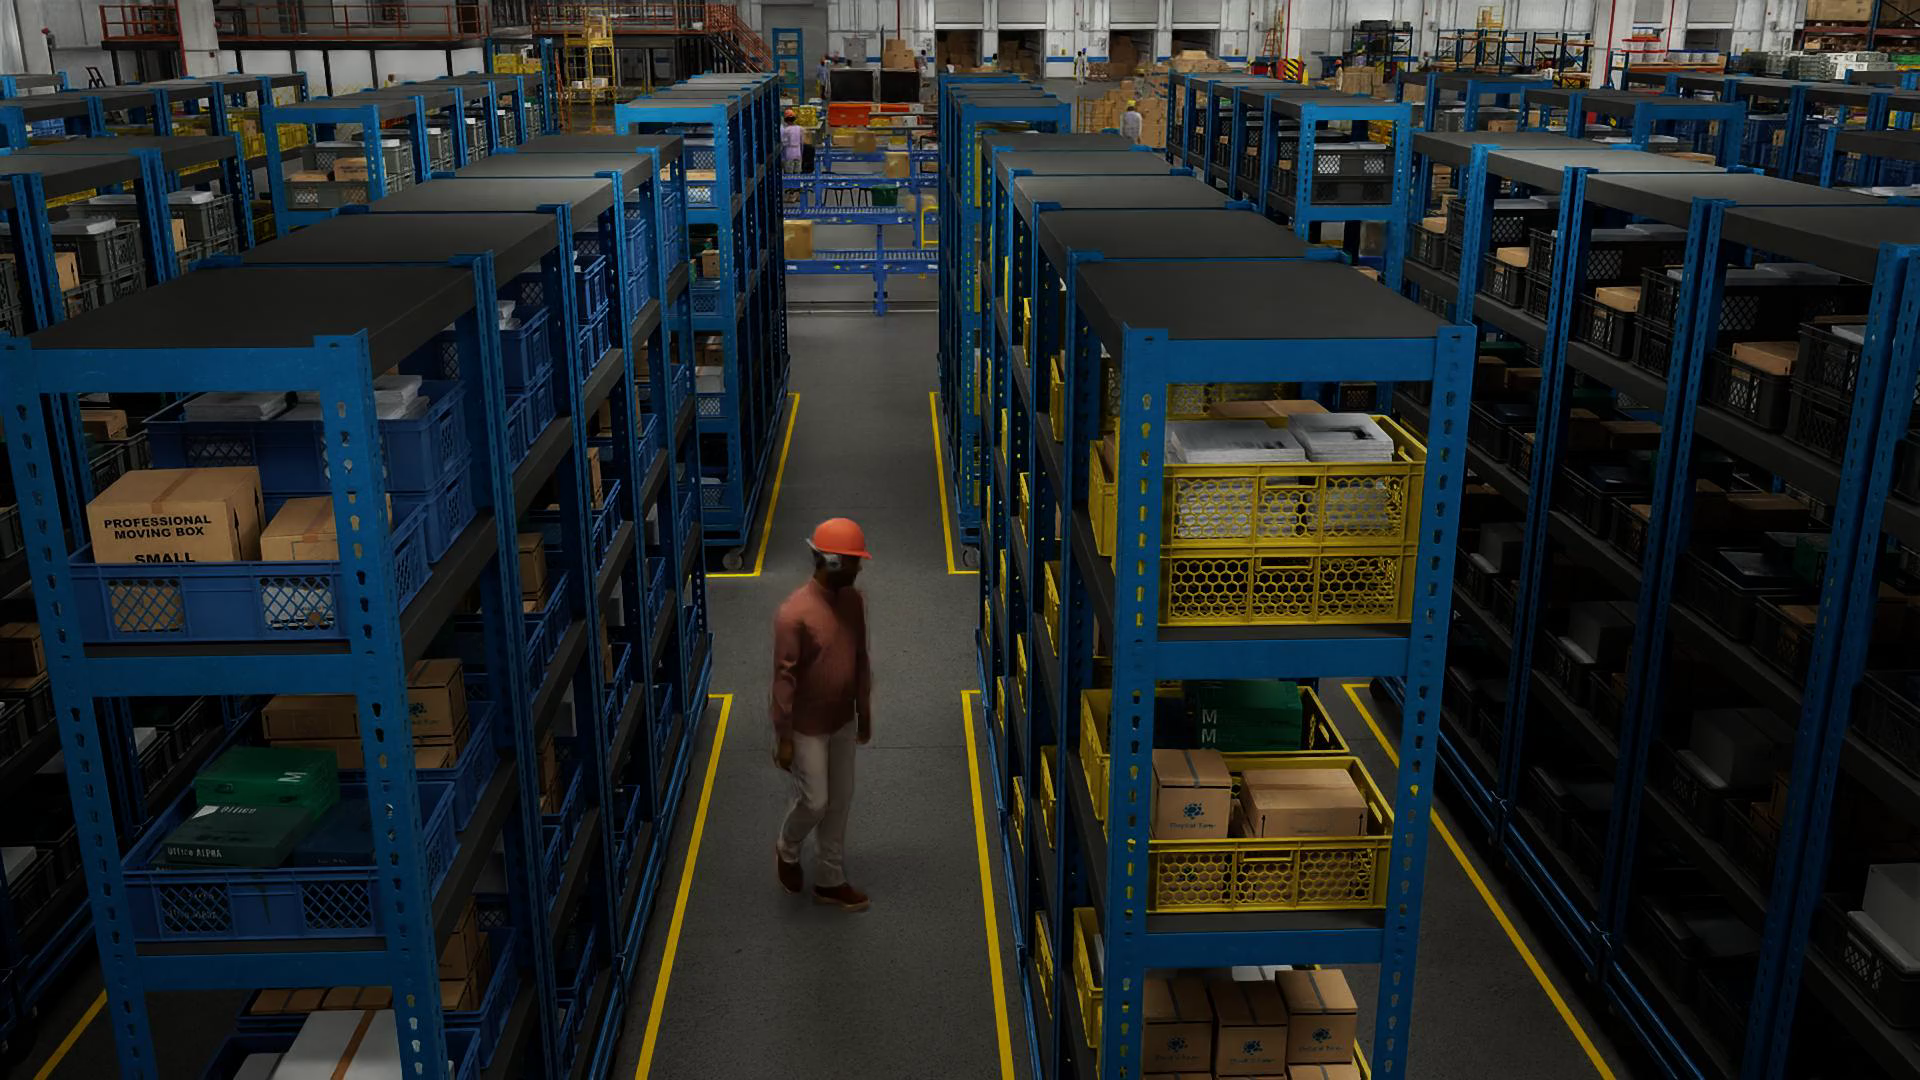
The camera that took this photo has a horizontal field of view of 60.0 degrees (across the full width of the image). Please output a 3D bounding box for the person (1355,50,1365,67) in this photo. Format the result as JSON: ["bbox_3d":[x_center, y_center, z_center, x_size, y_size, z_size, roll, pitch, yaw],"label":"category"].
[{"bbox_3d":[21.093,-24.930,87.935,0.589,1.928,0.384,-11,21,-29],"label":"person"}]

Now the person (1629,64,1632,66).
[{"bbox_3d":[32.162,-22.514,80.440,0.635,1.937,0.353,-2,18,-5],"label":"person"}]

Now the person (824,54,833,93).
[{"bbox_3d":[-6.561,-23.104,82.356,0.575,1.885,0.355,15,23,39],"label":"person"}]

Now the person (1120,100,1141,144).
[{"bbox_3d":[4.569,-10.883,44.639,0.606,1.816,0.431,-1,18,-4],"label":"person"}]

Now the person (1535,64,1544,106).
[{"bbox_3d":[24.081,-18.865,69.285,0.512,1.859,0.321,-10,20,-28],"label":"person"}]

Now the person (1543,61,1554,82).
[{"bbox_3d":[25.407,-19.743,71.957,0.356,1.883,0.573,17,25,42],"label":"person"}]

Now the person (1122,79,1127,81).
[{"bbox_3d":[5.305,-14.058,54.329,0.566,1.899,0.896,13,22,34],"label":"person"}]

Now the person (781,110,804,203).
[{"bbox_3d":[-3.750,-8.526,37.003,0.392,2.035,0.605,17,24,42],"label":"person"}]

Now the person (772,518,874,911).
[{"bbox_3d":[-0.687,0.862,8.075,0.555,1.962,0.683,12,22,34],"label":"person"}]

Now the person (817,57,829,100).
[{"bbox_3d":[-6.313,-21.254,76.608,0.553,1.907,0.932,-7,19,-21],"label":"person"}]

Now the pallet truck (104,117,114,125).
[{"bbox_3d":[-18.367,-7.885,35.078,1.885,1.965,0.823,1,18,2],"label":"pallet truck"}]

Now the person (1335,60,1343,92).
[{"bbox_3d":[16.414,-19.854,72.214,0.374,1.934,0.549,2,18,8],"label":"person"}]

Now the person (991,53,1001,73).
[{"bbox_3d":[1.790,-23.812,84.625,0.430,1.838,0.619,-12,21,-32],"label":"person"}]

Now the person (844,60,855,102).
[{"bbox_3d":[-4.982,-20.631,74.741,0.425,1.863,0.683,-4,18,-12],"label":"person"}]

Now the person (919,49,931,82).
[{"bbox_3d":[-1.925,-26.296,92.355,0.901,1.802,0.654,10,20,28],"label":"person"}]

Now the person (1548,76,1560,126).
[{"bbox_3d":[21.561,-15.936,60.363,0.313,1.769,0.525,-7,19,-20],"label":"person"}]

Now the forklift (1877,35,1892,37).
[{"bbox_3d":[44.168,-22.911,80.163,1.129,2.768,1.873,-1,18,-2],"label":"forklift"}]

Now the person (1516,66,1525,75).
[{"bbox_3d":[22.035,-17.667,65.433,0.629,1.939,0.630,-5,18,-14],"label":"person"}]

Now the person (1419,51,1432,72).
[{"bbox_3d":[23.297,-23.476,83.255,0.696,2.000,0.813,-2,18,-7],"label":"person"}]

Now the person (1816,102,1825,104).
[{"bbox_3d":[21.973,-10.329,42.729,0.545,1.942,0.349,6,19,18],"label":"person"}]

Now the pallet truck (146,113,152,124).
[{"bbox_3d":[-18.087,-8.309,36.390,1.885,1.965,0.823,-1,18,-4],"label":"pallet truck"}]

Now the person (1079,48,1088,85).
[{"bbox_3d":[6.739,-25.866,90.807,0.605,1.943,0.402,-13,22,-34],"label":"person"}]

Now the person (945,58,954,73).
[{"bbox_3d":[-0.444,-21.181,76.443,0.549,1.877,0.758,9,20,27],"label":"person"}]

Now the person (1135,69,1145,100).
[{"bbox_3d":[7.341,-18.420,68.159,0.495,1.700,0.884,-14,22,-36],"label":"person"}]

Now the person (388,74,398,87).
[{"bbox_3d":[-20.771,-16.073,60.721,0.924,1.801,0.542,2,18,6],"label":"person"}]

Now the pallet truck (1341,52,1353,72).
[{"bbox_3d":[18.794,-23.123,82.231,0.823,1.965,1.885,-13,22,-35],"label":"pallet truck"}]

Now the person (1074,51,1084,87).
[{"bbox_3d":[6.283,-24.805,87.696,0.580,1.856,0.414,-2,18,-7],"label":"person"}]

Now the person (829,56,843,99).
[{"bbox_3d":[-5.781,-21.577,77.554,0.629,1.940,1.036,-2,18,-6],"label":"person"}]
